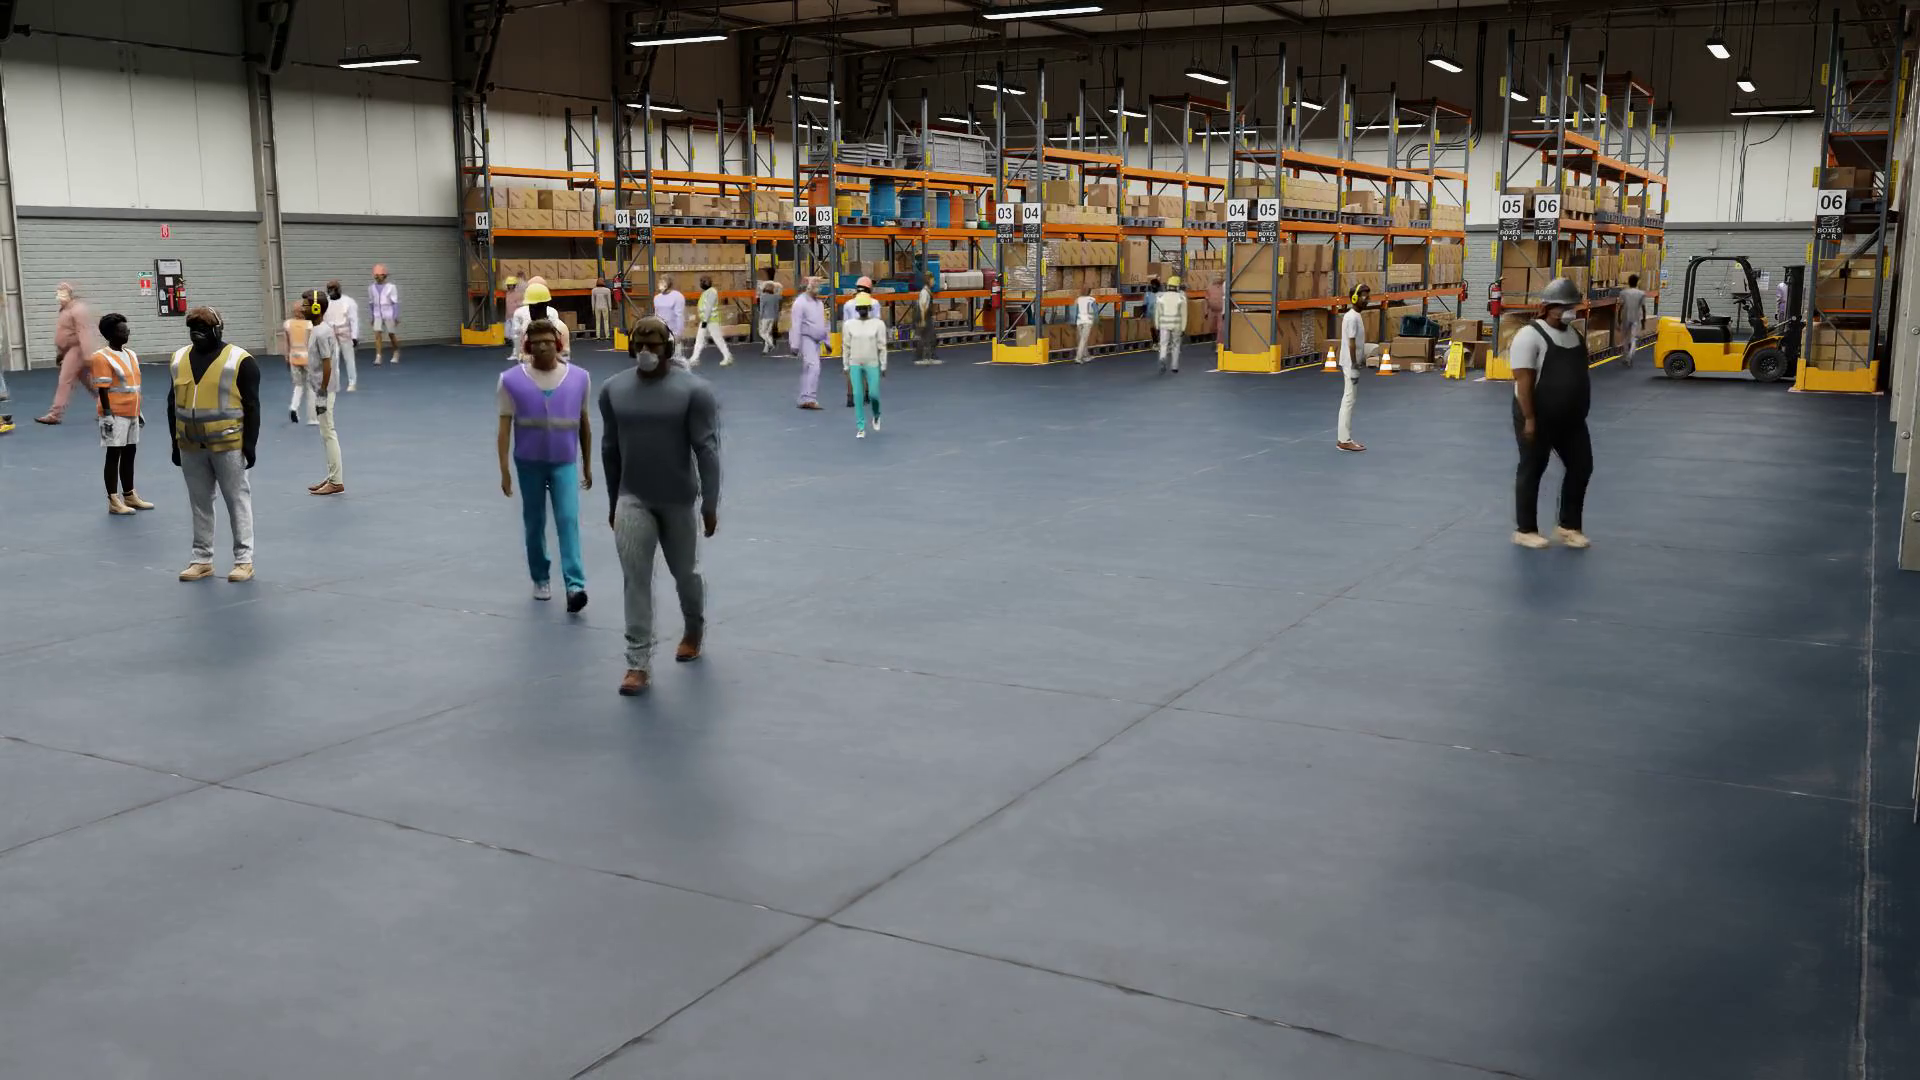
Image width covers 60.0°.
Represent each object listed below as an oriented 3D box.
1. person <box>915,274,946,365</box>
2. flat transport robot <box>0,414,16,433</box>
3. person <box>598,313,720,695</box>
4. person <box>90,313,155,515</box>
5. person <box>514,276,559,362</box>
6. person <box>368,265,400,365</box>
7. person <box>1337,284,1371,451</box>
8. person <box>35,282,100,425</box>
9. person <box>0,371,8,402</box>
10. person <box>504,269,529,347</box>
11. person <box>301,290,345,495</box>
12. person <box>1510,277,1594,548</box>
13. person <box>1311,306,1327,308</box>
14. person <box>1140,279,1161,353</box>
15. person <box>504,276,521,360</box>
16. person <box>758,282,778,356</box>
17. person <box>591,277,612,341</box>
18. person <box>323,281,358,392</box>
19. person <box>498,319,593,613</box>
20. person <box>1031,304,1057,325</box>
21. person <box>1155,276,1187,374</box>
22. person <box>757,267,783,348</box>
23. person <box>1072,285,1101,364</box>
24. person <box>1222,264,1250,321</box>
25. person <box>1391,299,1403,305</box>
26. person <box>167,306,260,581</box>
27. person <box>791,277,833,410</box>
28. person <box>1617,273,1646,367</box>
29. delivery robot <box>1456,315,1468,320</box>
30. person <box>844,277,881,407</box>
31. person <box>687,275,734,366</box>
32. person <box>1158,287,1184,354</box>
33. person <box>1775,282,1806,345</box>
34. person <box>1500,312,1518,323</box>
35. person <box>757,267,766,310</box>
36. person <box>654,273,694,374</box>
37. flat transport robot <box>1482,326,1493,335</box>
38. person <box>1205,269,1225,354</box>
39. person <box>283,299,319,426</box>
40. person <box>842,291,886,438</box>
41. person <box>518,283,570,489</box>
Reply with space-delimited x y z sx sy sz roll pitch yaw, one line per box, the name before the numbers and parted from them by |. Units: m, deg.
person | -0.563 -4.380 33.135 0.772 1.815 0.550 1 10 3
flat transport robot | -12.367 -1.400 20.210 1.431 0.197 0.652 -3 10 -15
person | -1.534 -0.224 8.597 0.647 1.898 1.013 1 10 7
person | -7.103 -1.067 14.083 0.318 1.700 0.535 1 10 4
person | -4.930 -2.112 19.507 0.545 1.938 0.359 1 10 4
person | -11.609 -4.538 33.556 0.621 1.999 1.025 0 10 3
person | 4.422 -1.931 18.667 0.327 1.865 0.517 2 10 9
person | -11.533 -2.425 21.639 1.014 1.847 0.707 -9 13 -41
person | -14.512 -2.832 24.676 0.645 1.610 0.524 -8 12 -38
person | -10.542 -5.556 39.871 0.645 1.874 0.882 5 11 29
person | -5.846 -1.343 15.217 0.328 1.867 0.514 -4 10 -22
person | 4.412 -0.928 12.270 0.691 2.000 0.651 -4 10 -21
person | 8.865 -5.836 41.410 0.553 1.915 0.826 7 12 35
person | 4.404 -5.087 37.746 0.543 1.653 0.862 5 11 29
person | -9.368 -4.668 34.985 0.460 1.754 0.540 -9 13 -44
person | -4.138 -4.786 36.109 0.422 1.600 0.530 9 13 42
person | -9.189 -5.916 42.668 0.505 1.631 0.278 0 10 -1
person | -9.824 -3.207 26.360 0.635 1.799 0.955 -1 10 -3
person | -2.539 -0.455 10.239 0.577 1.784 0.993 -3 10 -17
person | 1.913 -5.205 37.658 0.625 1.931 0.375 0 10 -2
person | 3.893 -3.957 30.667 0.602 1.810 0.613 2 10 12
person | -4.453 -5.420 38.921 0.614 1.933 0.963 0 10 -2
person | 2.540 -4.370 33.736 0.514 1.599 0.849 8 13 40
person | 5.833 -4.835 35.179 0.606 2.035 0.403 5 11 28
person | 11.993 -6.615 46.018 0.614 1.890 0.704 8 12 38
person | -5.009 -0.637 11.152 0.621 1.845 0.429 1 10 5
person | -2.053 -2.779 23.570 0.656 1.877 0.666 4 11 24
person | 13.188 -4.312 32.678 0.522 1.845 0.818 4 11 23
delivery robot | 13.686 -5.944 45.707 0.707 0.478 0.477 -1 10 -8
person | -1.413 -2.886 24.248 0.561 1.864 0.862 2 10 10
person | -4.996 -4.370 33.137 0.953 1.802 0.619 -5 11 -26
person | 4.678 -4.954 36.777 0.511 1.705 0.823 7 12 34
person | 18.426 -5.080 36.945 0.585 1.920 0.391 5 11 29
person | 13.012 -5.467 39.187 0.566 1.925 0.619 9 13 42
person | -5.308 -6.404 44.788 0.585 1.882 0.337 5 11 28
person | -4.590 -3.286 26.475 0.633 1.912 0.850 5 11 27
flat transport robot | 14.595 -5.770 45.796 0.652 0.197 1.431 6 11 30
person | 5.776 -5.091 37.119 0.643 1.888 0.554 6 11 30
person | -8.405 -2.267 21.326 0.533 1.623 0.399 1 10 5
person | -1.146 -2.100 19.969 0.523 1.757 0.443 1 10 4
person | -3.922 -1.444 15.631 0.584 1.926 0.371 5 11 29
